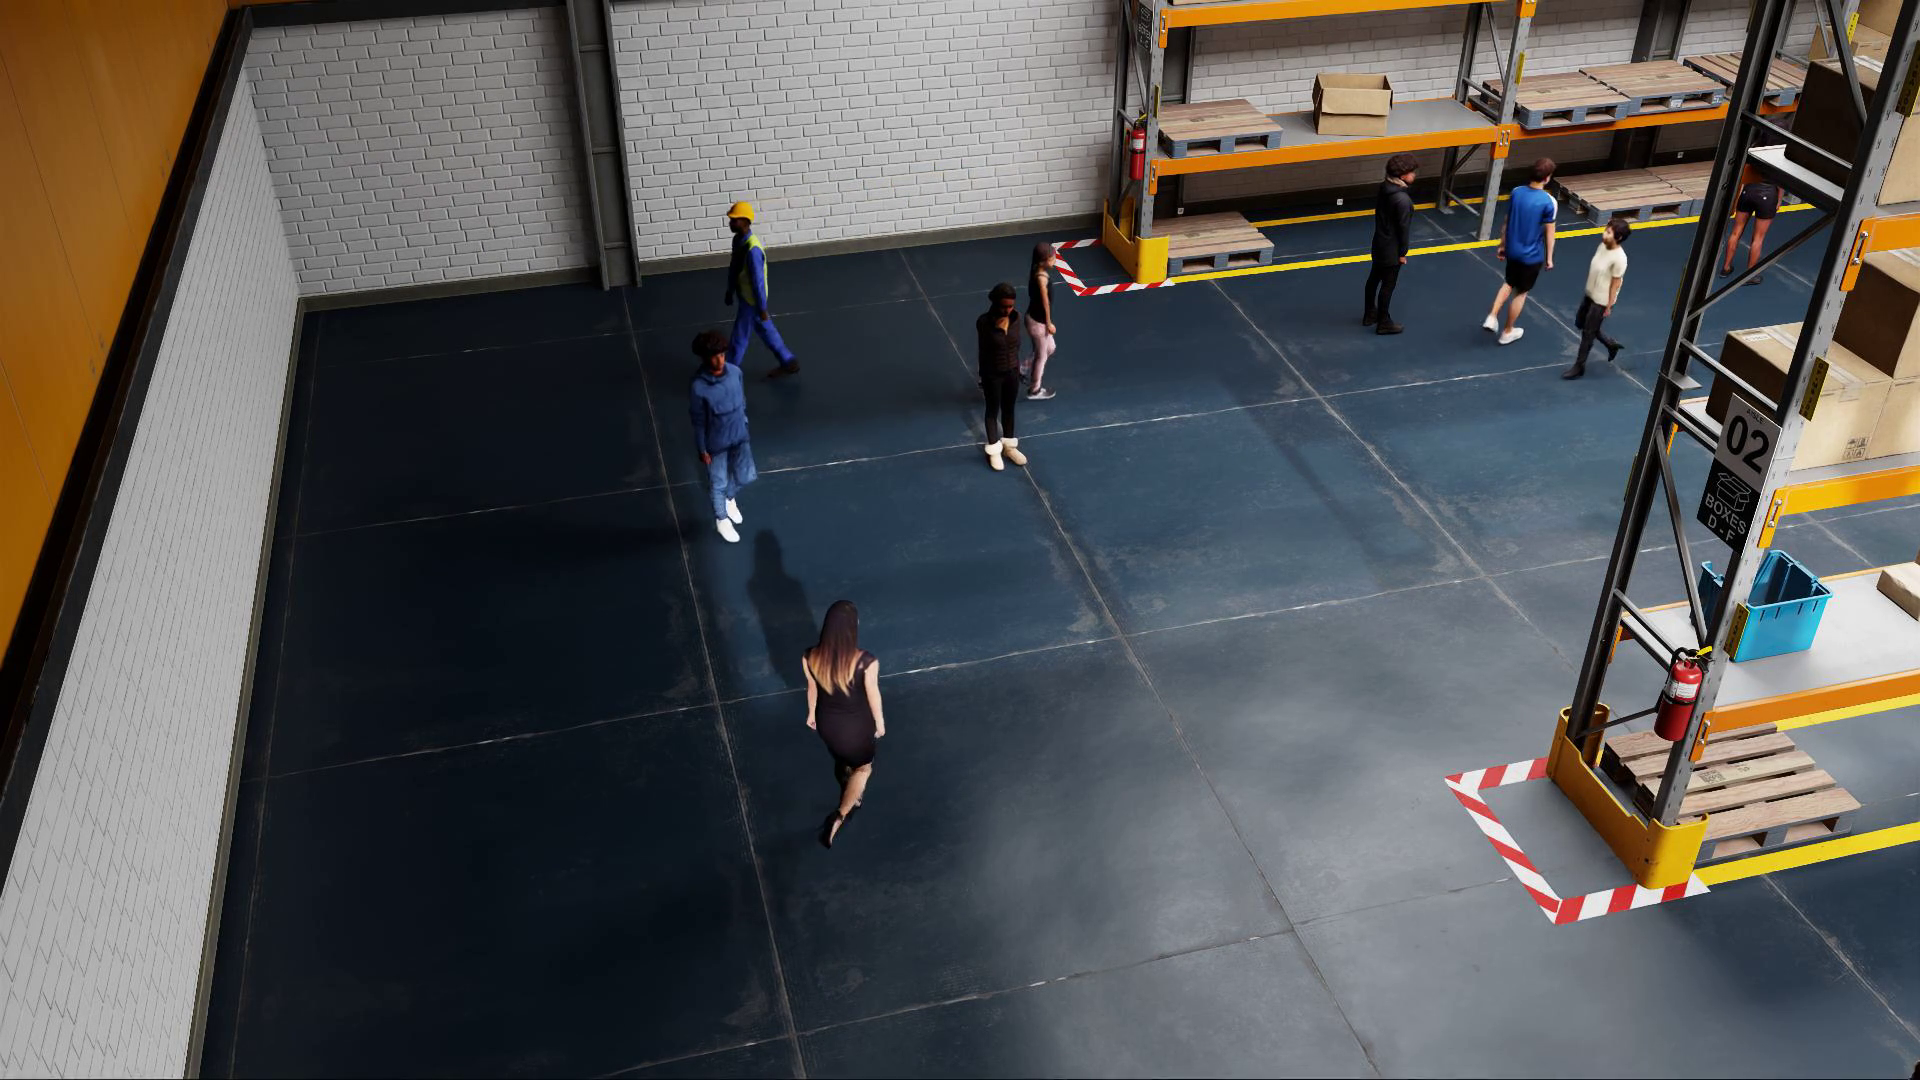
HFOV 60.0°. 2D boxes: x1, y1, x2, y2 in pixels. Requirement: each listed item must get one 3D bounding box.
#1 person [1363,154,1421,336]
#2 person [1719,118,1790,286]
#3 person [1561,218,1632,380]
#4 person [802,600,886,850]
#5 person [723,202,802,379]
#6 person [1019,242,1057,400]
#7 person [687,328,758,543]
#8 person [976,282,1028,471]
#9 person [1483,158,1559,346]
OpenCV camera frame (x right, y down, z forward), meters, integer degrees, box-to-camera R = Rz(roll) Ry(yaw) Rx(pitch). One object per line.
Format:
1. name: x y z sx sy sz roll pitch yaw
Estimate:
1. person: 4.148 -2.861 16.062 0.581 1.777 0.630 -11 35 -16
2. person: 8.171 -3.474 17.017 0.648 1.741 0.662 -23 40 -31
3. person: 5.924 -2.207 15.262 0.852 1.575 0.686 -2 34 -4
4. person: -0.711 1.172 10.076 0.984 1.688 1.010 12 36 18
5. person: -1.819 -2.196 15.070 1.203 1.768 0.751 -11 35 -17
6. person: 0.638 -1.934 14.877 0.694 1.546 0.577 -4 34 -6
7. person: -1.905 -0.847 13.013 0.748 1.798 0.855 -26 41 -33
8. person: 0.334 -1.417 13.995 0.688 1.660 0.618 22 40 30
9. person: 5.287 -2.696 15.750 0.888 1.849 0.816 -27 42 -34
